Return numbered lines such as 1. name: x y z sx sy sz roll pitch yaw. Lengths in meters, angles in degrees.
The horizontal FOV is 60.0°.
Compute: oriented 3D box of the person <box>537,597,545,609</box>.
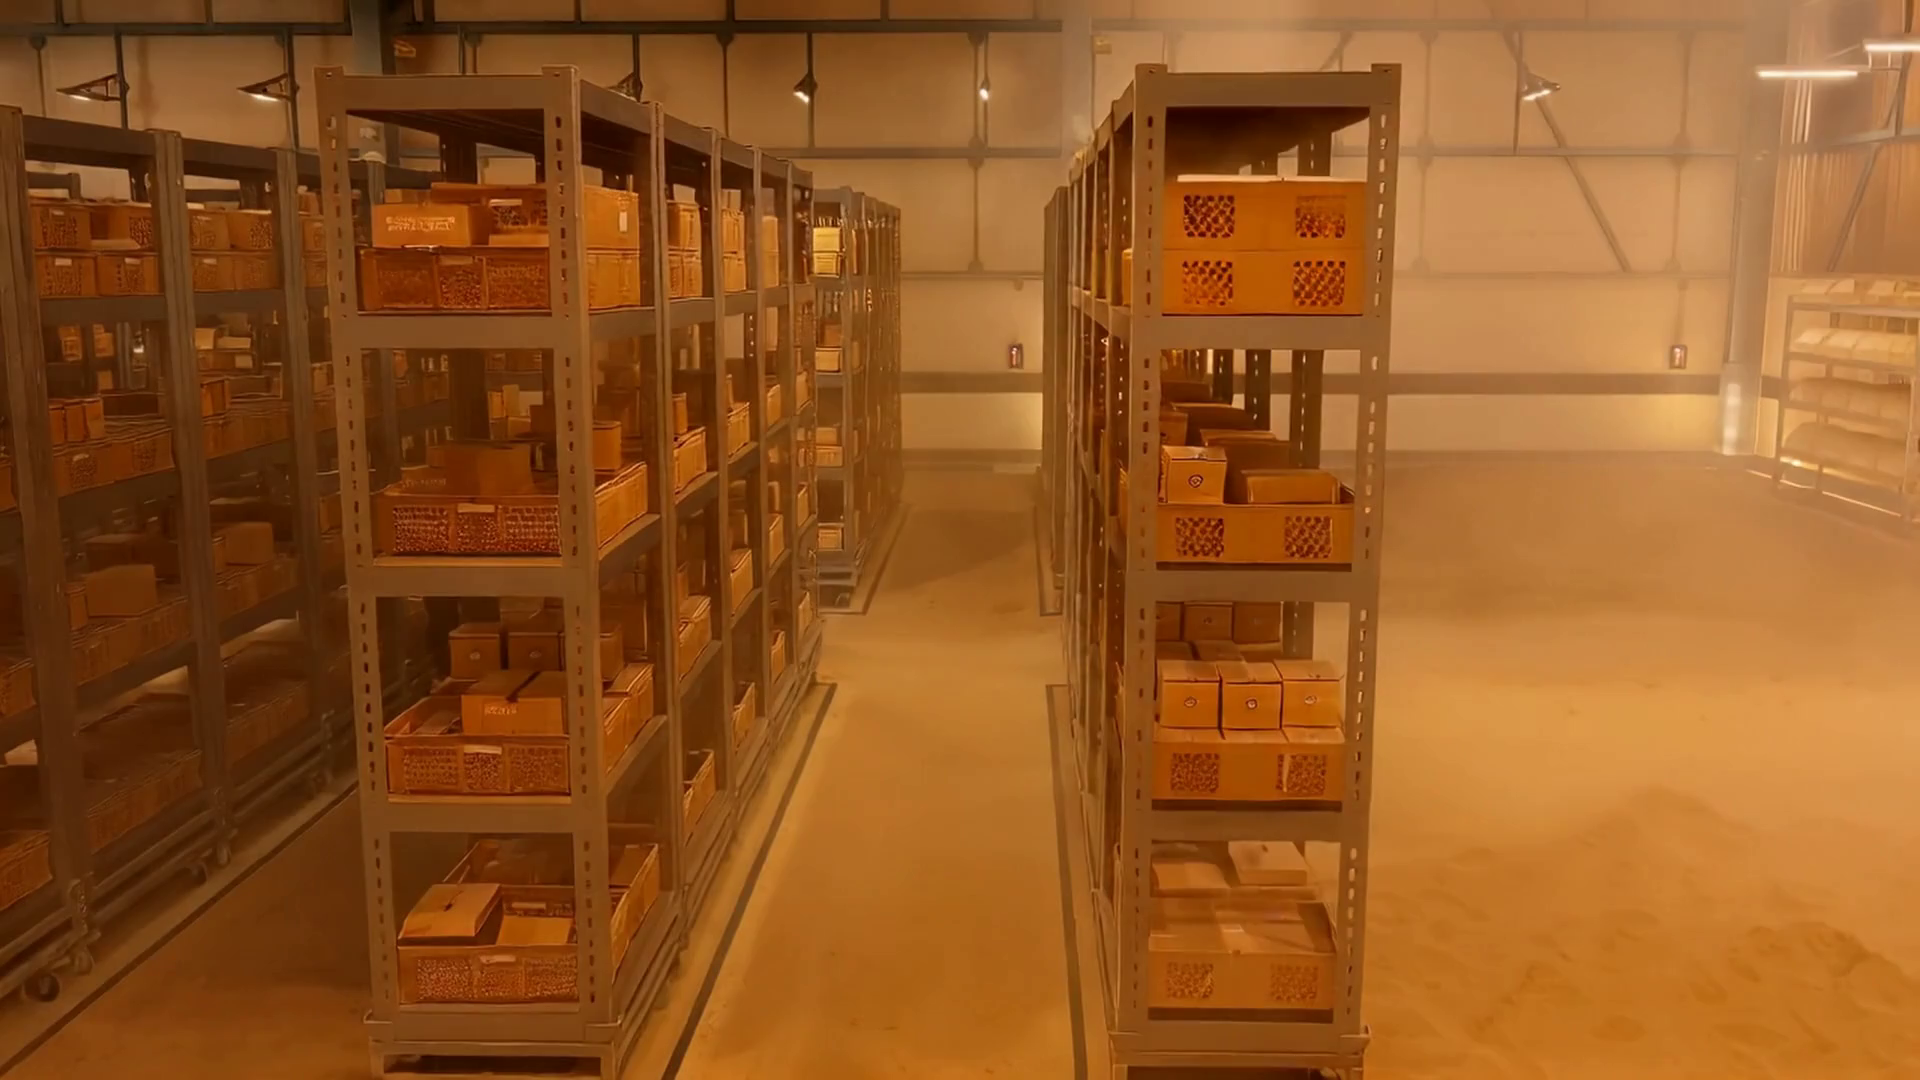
1. person: -2.840 0.162 11.495 0.394 1.846 0.564 -1 10 -4
